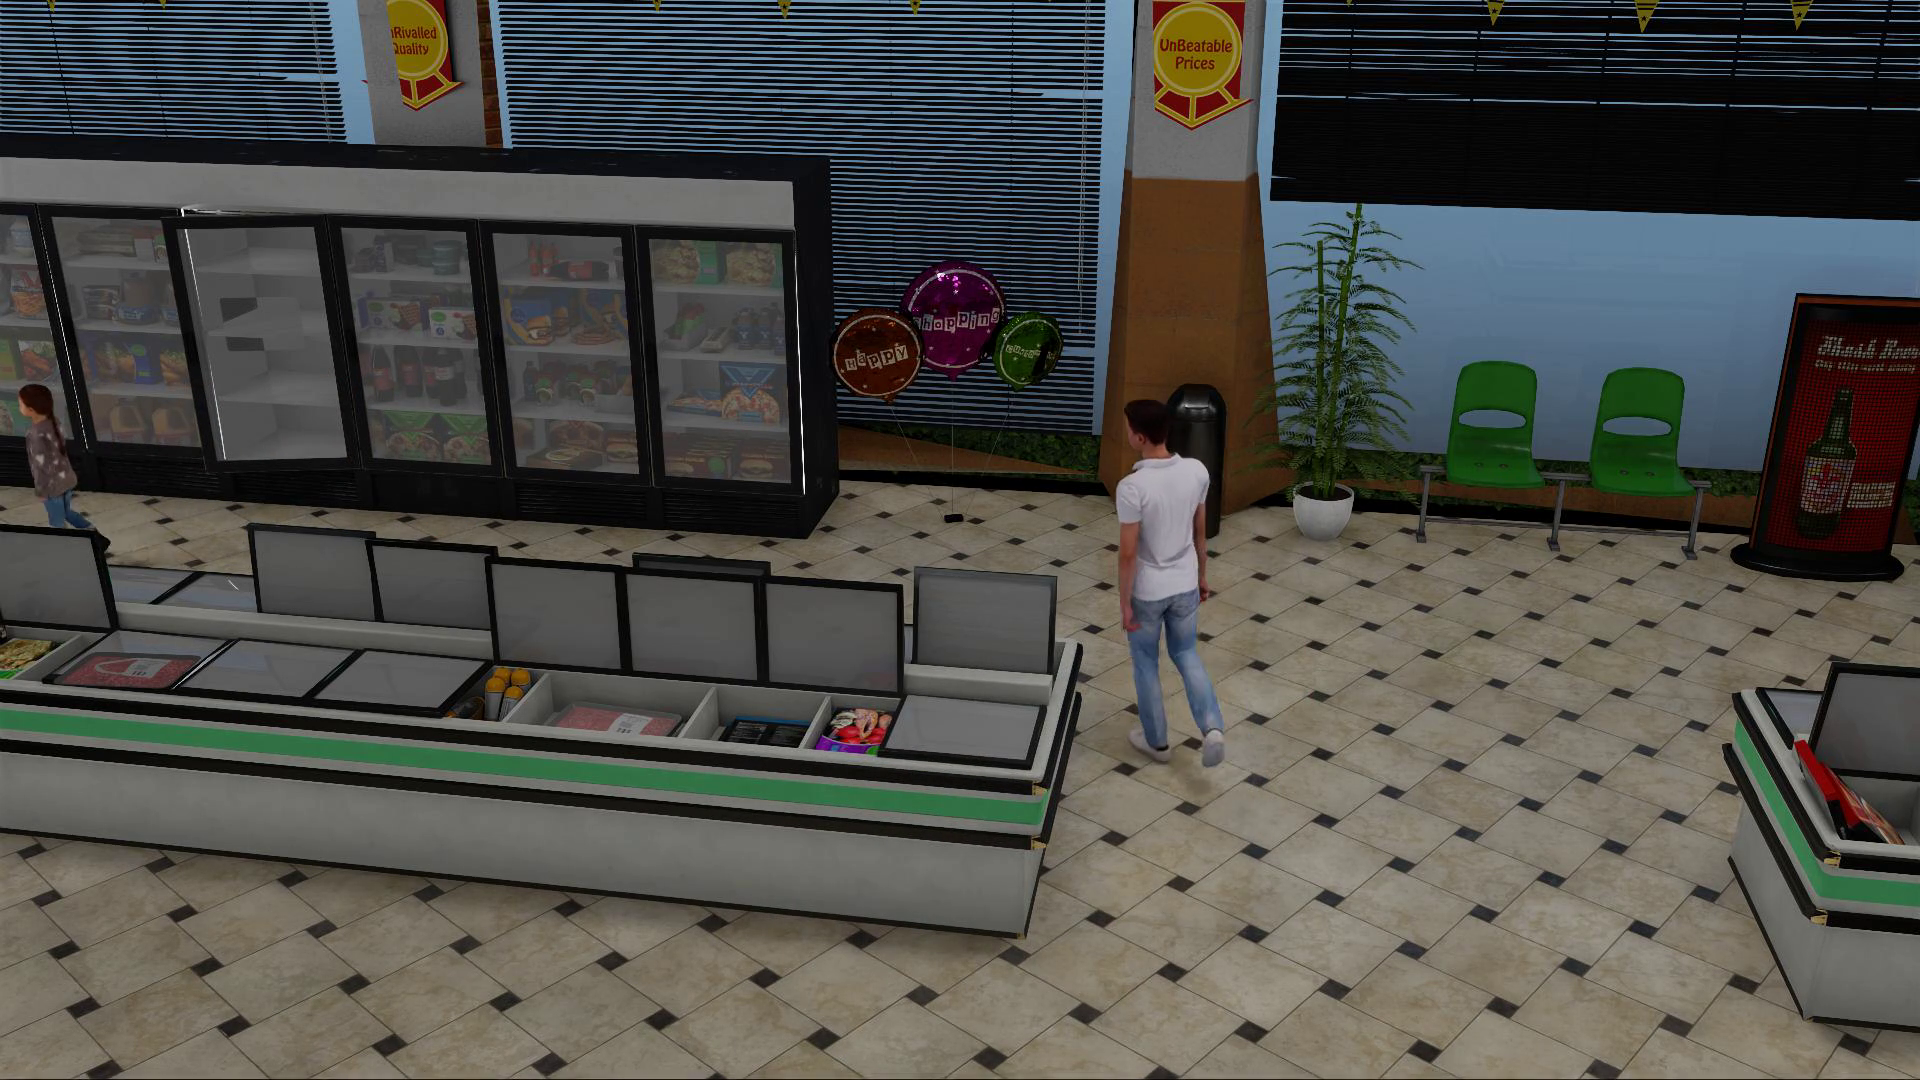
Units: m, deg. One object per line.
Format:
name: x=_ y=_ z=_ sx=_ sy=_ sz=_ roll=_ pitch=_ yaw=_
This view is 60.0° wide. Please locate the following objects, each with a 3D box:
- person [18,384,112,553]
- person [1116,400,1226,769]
person: x=-5.438 y=-0.371 z=10.074 sx=0.687 sy=1.189 sz=0.557 roll=0 pitch=22 yaw=-1
person: x=0.975 y=0.272 z=7.620 sx=1.005 sy=1.825 sz=1.031 roll=-8 pitch=23 yaw=-20
